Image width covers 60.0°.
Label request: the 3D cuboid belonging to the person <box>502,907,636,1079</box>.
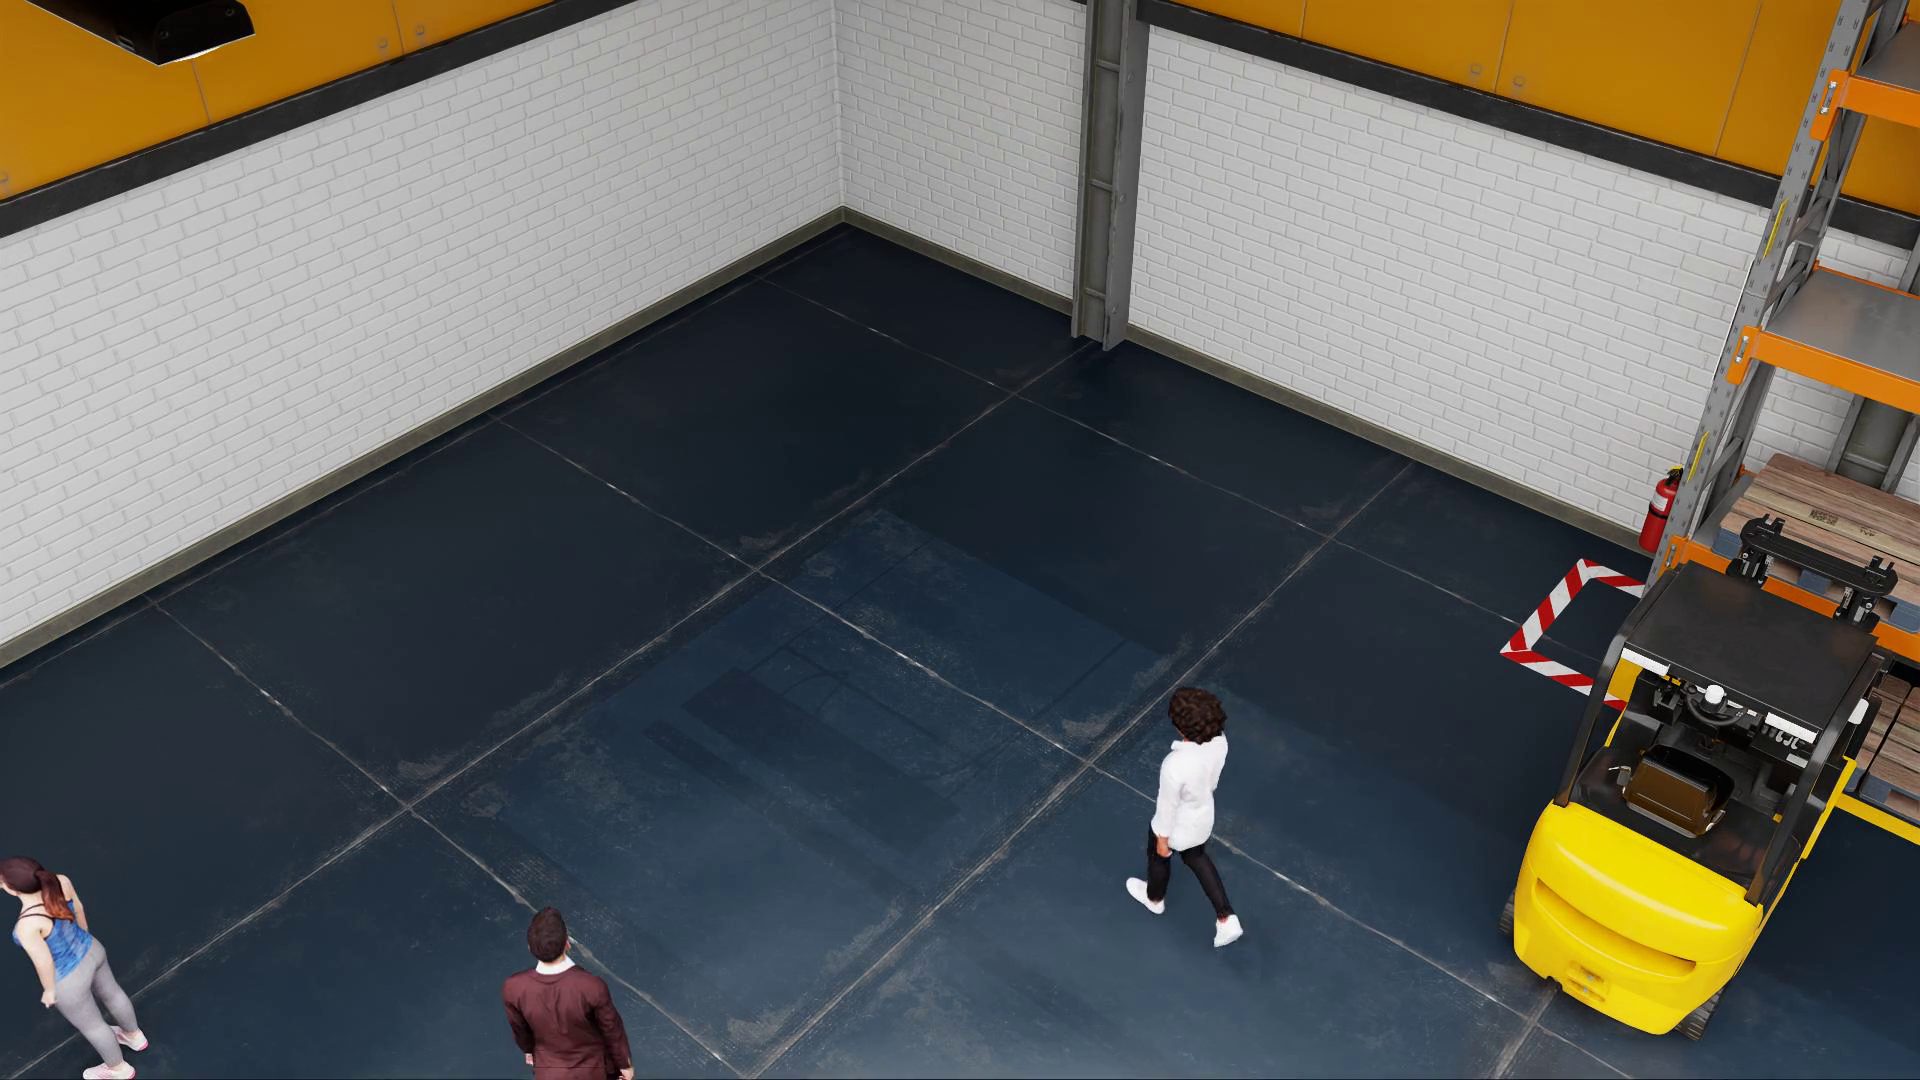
[{"bbox_3d":[-1.799,2.461,7.753,0.849,1.857,0.917,0,39,0],"label":"person"}]

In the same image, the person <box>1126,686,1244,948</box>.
[{"bbox_3d":[1.277,1.519,8.987,0.773,1.789,1.087,-27,46,-30],"label":"person"}]

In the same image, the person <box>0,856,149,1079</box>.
[{"bbox_3d":[-4.459,2.138,8.355,0.696,1.610,0.658,3,39,4],"label":"person"}]
